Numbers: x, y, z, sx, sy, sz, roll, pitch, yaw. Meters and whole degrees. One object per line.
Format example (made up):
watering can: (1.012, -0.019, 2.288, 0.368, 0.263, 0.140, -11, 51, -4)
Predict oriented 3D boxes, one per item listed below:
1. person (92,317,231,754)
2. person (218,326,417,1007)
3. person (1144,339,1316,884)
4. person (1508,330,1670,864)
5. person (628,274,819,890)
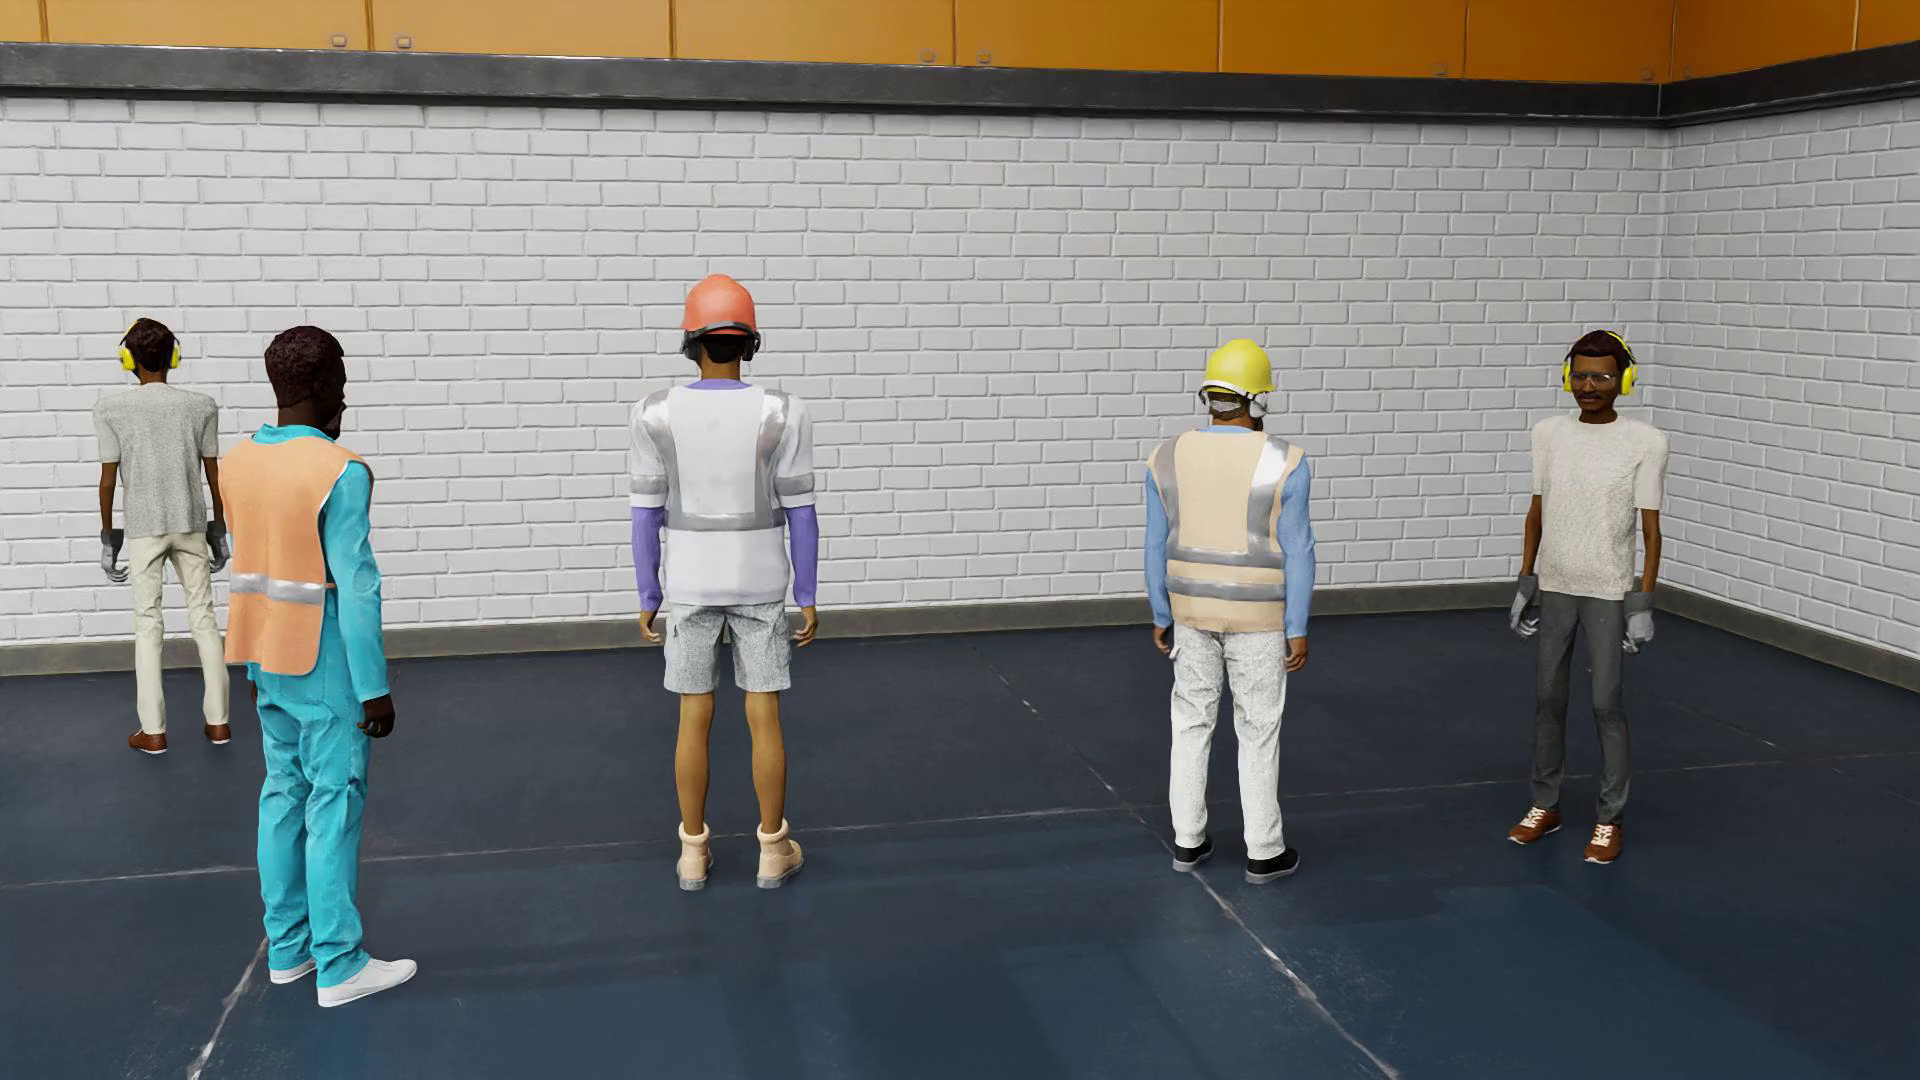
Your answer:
person: (-3.420, -0.017, 7.152, 0.509, 1.861, 0.328, -7, 11, -35)
person: (-1.841, 0.358, 4.700, 0.587, 1.911, 0.397, 6, 11, 34)
person: (0.917, 0.241, 5.636, 0.592, 1.834, 0.404, 6, 11, 31)
person: (2.192, 0.193, 5.859, 0.314, 1.859, 0.507, -9, 13, -44)
person: (-0.773, 0.151, 5.531, 0.615, 2.047, 0.358, 0, 9, -1)
